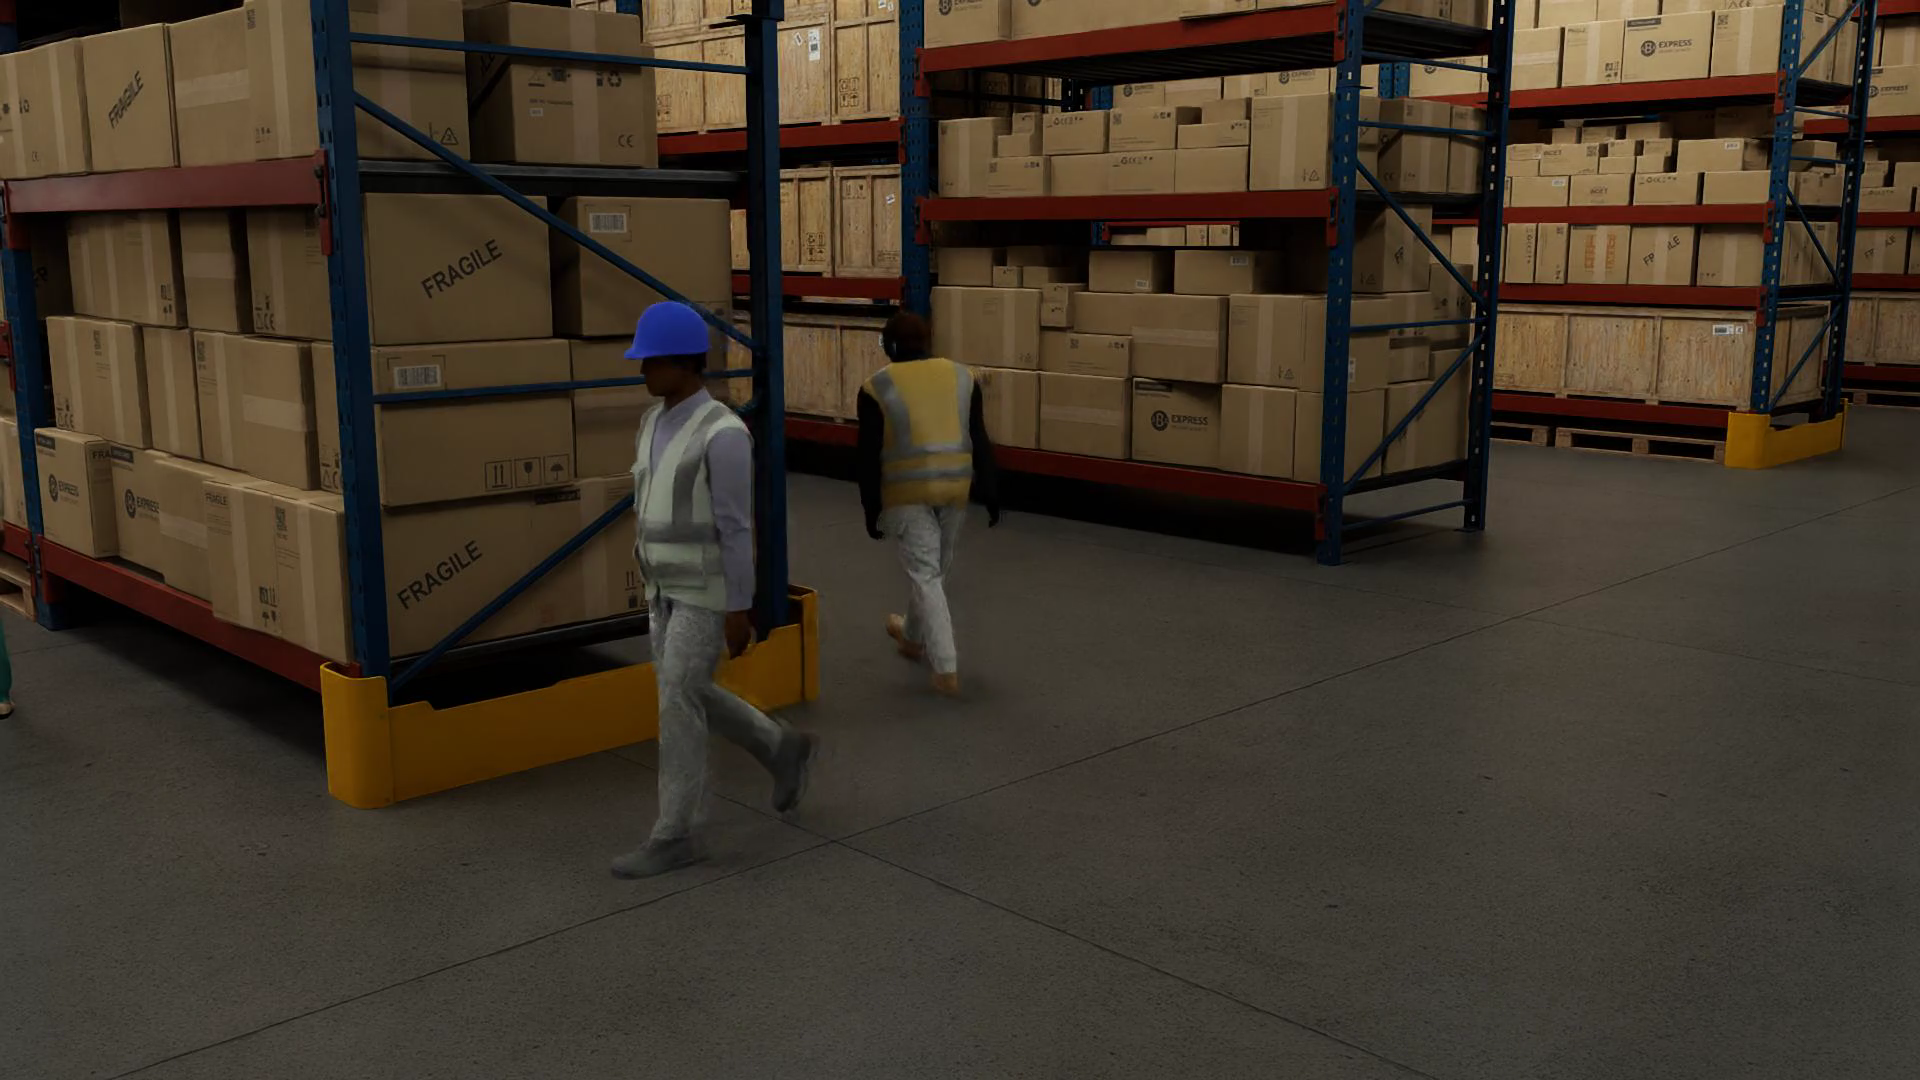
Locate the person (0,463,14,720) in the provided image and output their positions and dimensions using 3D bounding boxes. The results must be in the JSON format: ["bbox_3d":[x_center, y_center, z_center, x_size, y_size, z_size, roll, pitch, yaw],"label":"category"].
[{"bbox_3d":[-4.422,-0.057,7.200,0.524,1.770,0.315,-9,14,-41],"label":"person"}]

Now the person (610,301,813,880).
[{"bbox_3d":[-0.852,0.148,5.675,0.793,1.926,0.619,-8,13,-37],"label":"person"}]

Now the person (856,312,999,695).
[{"bbox_3d":[-0.192,-0.202,7.998,0.683,1.766,0.980,-5,12,-27],"label":"person"}]
